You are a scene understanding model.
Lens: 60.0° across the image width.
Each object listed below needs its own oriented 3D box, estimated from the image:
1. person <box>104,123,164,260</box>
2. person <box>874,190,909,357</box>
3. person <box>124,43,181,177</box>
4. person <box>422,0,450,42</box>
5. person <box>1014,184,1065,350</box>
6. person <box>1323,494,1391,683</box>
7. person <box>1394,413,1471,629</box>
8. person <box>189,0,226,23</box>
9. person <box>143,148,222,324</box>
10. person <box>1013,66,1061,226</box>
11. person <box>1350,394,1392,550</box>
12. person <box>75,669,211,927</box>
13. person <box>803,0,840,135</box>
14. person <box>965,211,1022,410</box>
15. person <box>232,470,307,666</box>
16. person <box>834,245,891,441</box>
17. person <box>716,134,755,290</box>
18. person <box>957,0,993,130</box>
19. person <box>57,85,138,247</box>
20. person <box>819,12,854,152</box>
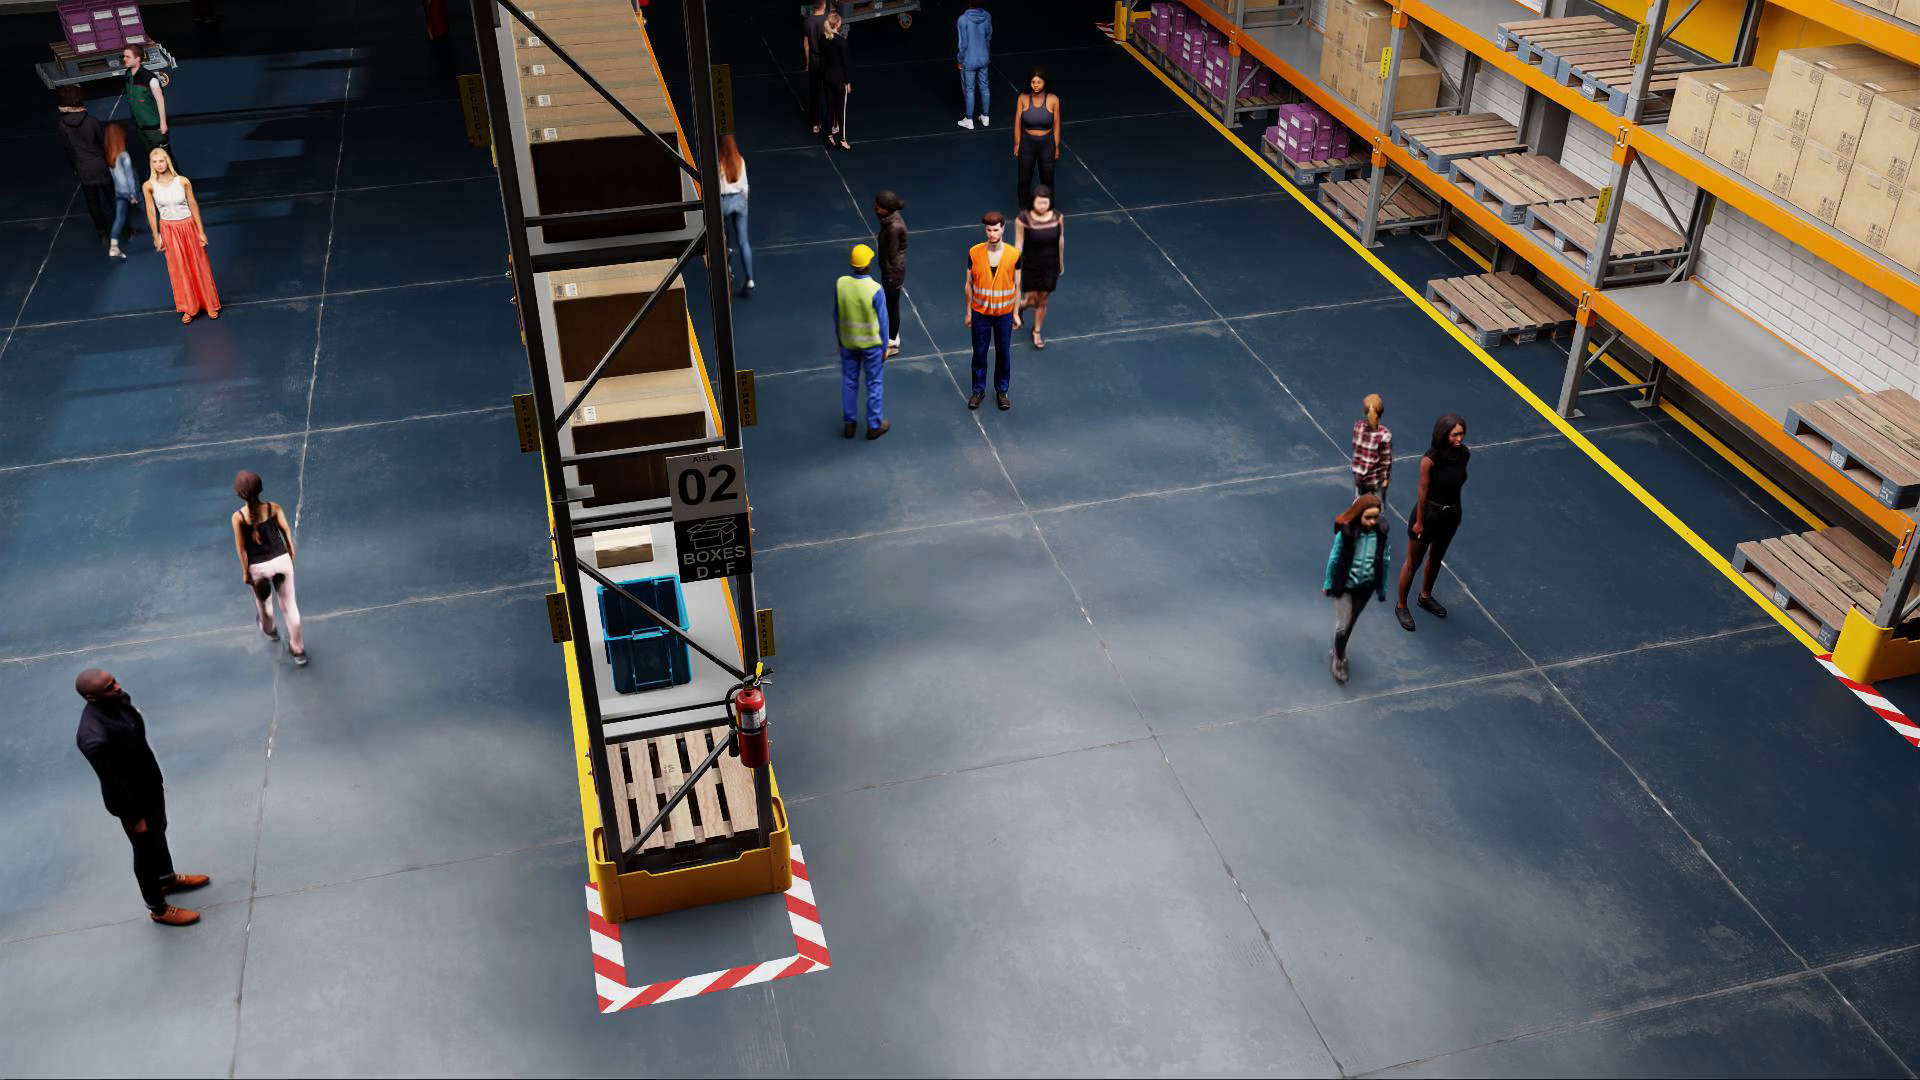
[{"bbox_3d":[-9.050,-3.730,17.953,0.998,1.453,1.047,17,37,24],"label":"person"},{"bbox_3d":[-0.646,-2.584,16.043,0.649,1.659,0.588,11,35,16],"label":"person"},{"bbox_3d":[-9.385,-4.845,19.279,0.732,1.843,0.798,19,38,26],"label":"person"},{"bbox_3d":[-7.844,-8.272,24.621,0.820,1.636,0.708,7,34,11],"label":"person"},{"bbox_3d":[0.736,-2.675,16.145,0.673,1.699,0.786,-10,35,-15],"label":"person"},{"bbox_3d":[2.795,0.267,11.905,0.602,1.492,0.685,-6,34,-9],"label":"person"},{"bbox_3d":[3.522,-0.161,12.325,0.641,1.741,0.598,-18,38,-25],"label":"person"},{"bbox_3d":[-11.692,-8.854,25.291,0.775,1.864,0.816,15,36,21],"label":"person"},{"bbox_3d":[-7.785,-3.051,16.617,0.667,1.801,0.623,-14,36,-20],"label":"person"},{"bbox_3d":[0.869,-4.426,18.673,0.763,1.816,0.739,3,34,5],"label":"person"},{"bbox_3d":[3.278,-0.532,13.292,0.787,1.287,0.569,-14,36,-20],"label":"person"},{"bbox_3d":[-4.856,1.487,9.775,0.753,1.819,0.538,-7,34,-10],"label":"person"},{"bbox_3d":[-1.756,-6.060,21.178,0.720,1.764,0.710,8,34,12],"label":"person"},{"bbox_3d":[0.296,-2.098,15.104,0.751,1.889,0.737,2,34,3],"label":"person"},{"bbox_3d":[-4.928,0.232,11.919,0.718,1.536,0.956,-20,38,-27],"label":"person"},{"bbox_3d":[-0.877,-1.749,14.649,0.766,1.811,0.769,9,35,13],"label":"person"},{"bbox_3d":[-2.336,-3.401,17.245,0.672,1.689,1.172,-13,36,-19],"label":"person"},{"bbox_3d":[0.185,-6.204,21.352,0.722,1.811,0.646,-17,37,-23],"label":"person"},{"bbox_3d":[-9.490,-4.099,18.212,0.608,1.781,0.582,-8,34,-12],"label":"person"},{"bbox_3d":[-1.553,-5.697,20.685,0.673,1.706,0.740,18,38,26],"label":"person"}]
